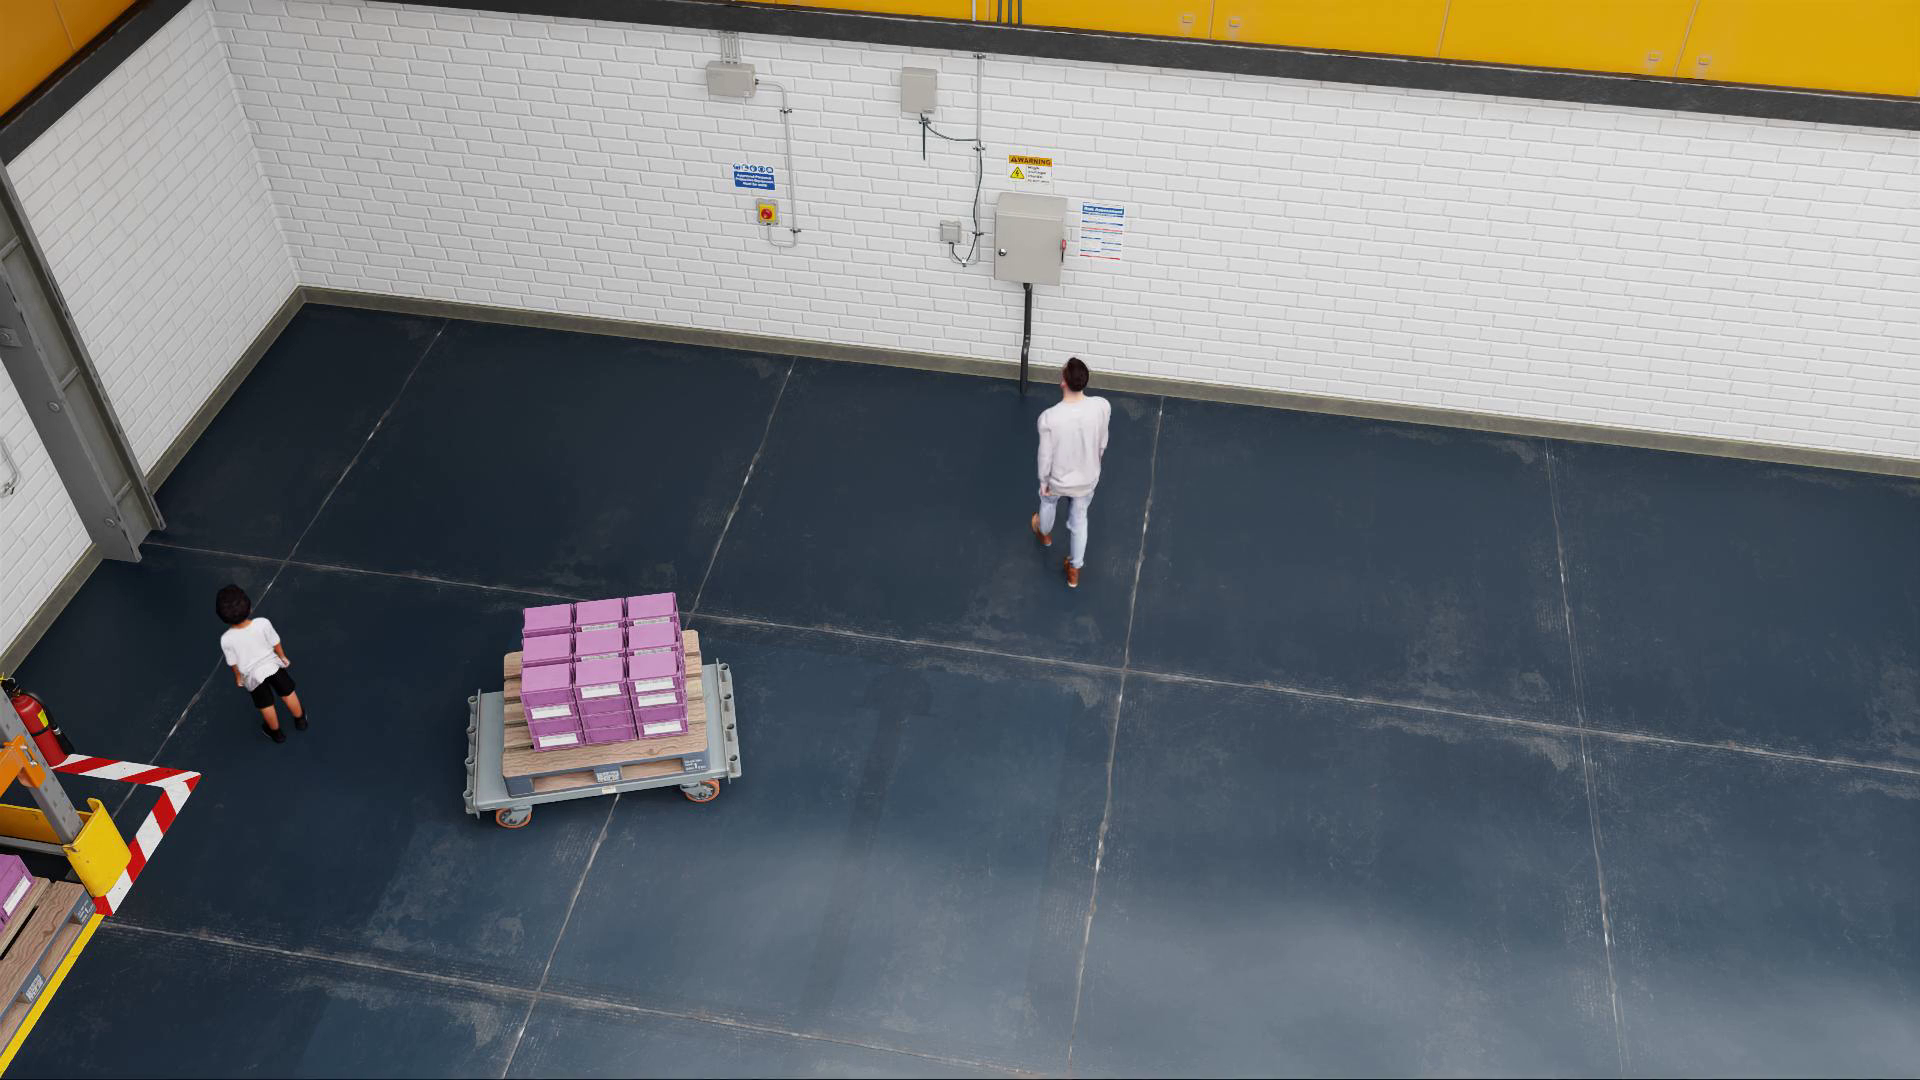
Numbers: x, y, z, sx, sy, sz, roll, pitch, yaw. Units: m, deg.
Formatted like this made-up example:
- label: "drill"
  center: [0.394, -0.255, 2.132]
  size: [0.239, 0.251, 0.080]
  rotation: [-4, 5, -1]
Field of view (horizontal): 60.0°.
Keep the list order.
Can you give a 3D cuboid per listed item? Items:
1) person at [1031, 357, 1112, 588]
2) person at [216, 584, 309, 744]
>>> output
- label: "person"
  center: [0.775, -0.407, 11.131]
  size: [0.900, 1.816, 1.050]
  rotation: [-8, 44, -8]
- label: "person"
  center: [-4.339, 0.772, 10.297]
  size: [0.562, 1.259, 0.630]
  rotation: [-29, 51, -27]
